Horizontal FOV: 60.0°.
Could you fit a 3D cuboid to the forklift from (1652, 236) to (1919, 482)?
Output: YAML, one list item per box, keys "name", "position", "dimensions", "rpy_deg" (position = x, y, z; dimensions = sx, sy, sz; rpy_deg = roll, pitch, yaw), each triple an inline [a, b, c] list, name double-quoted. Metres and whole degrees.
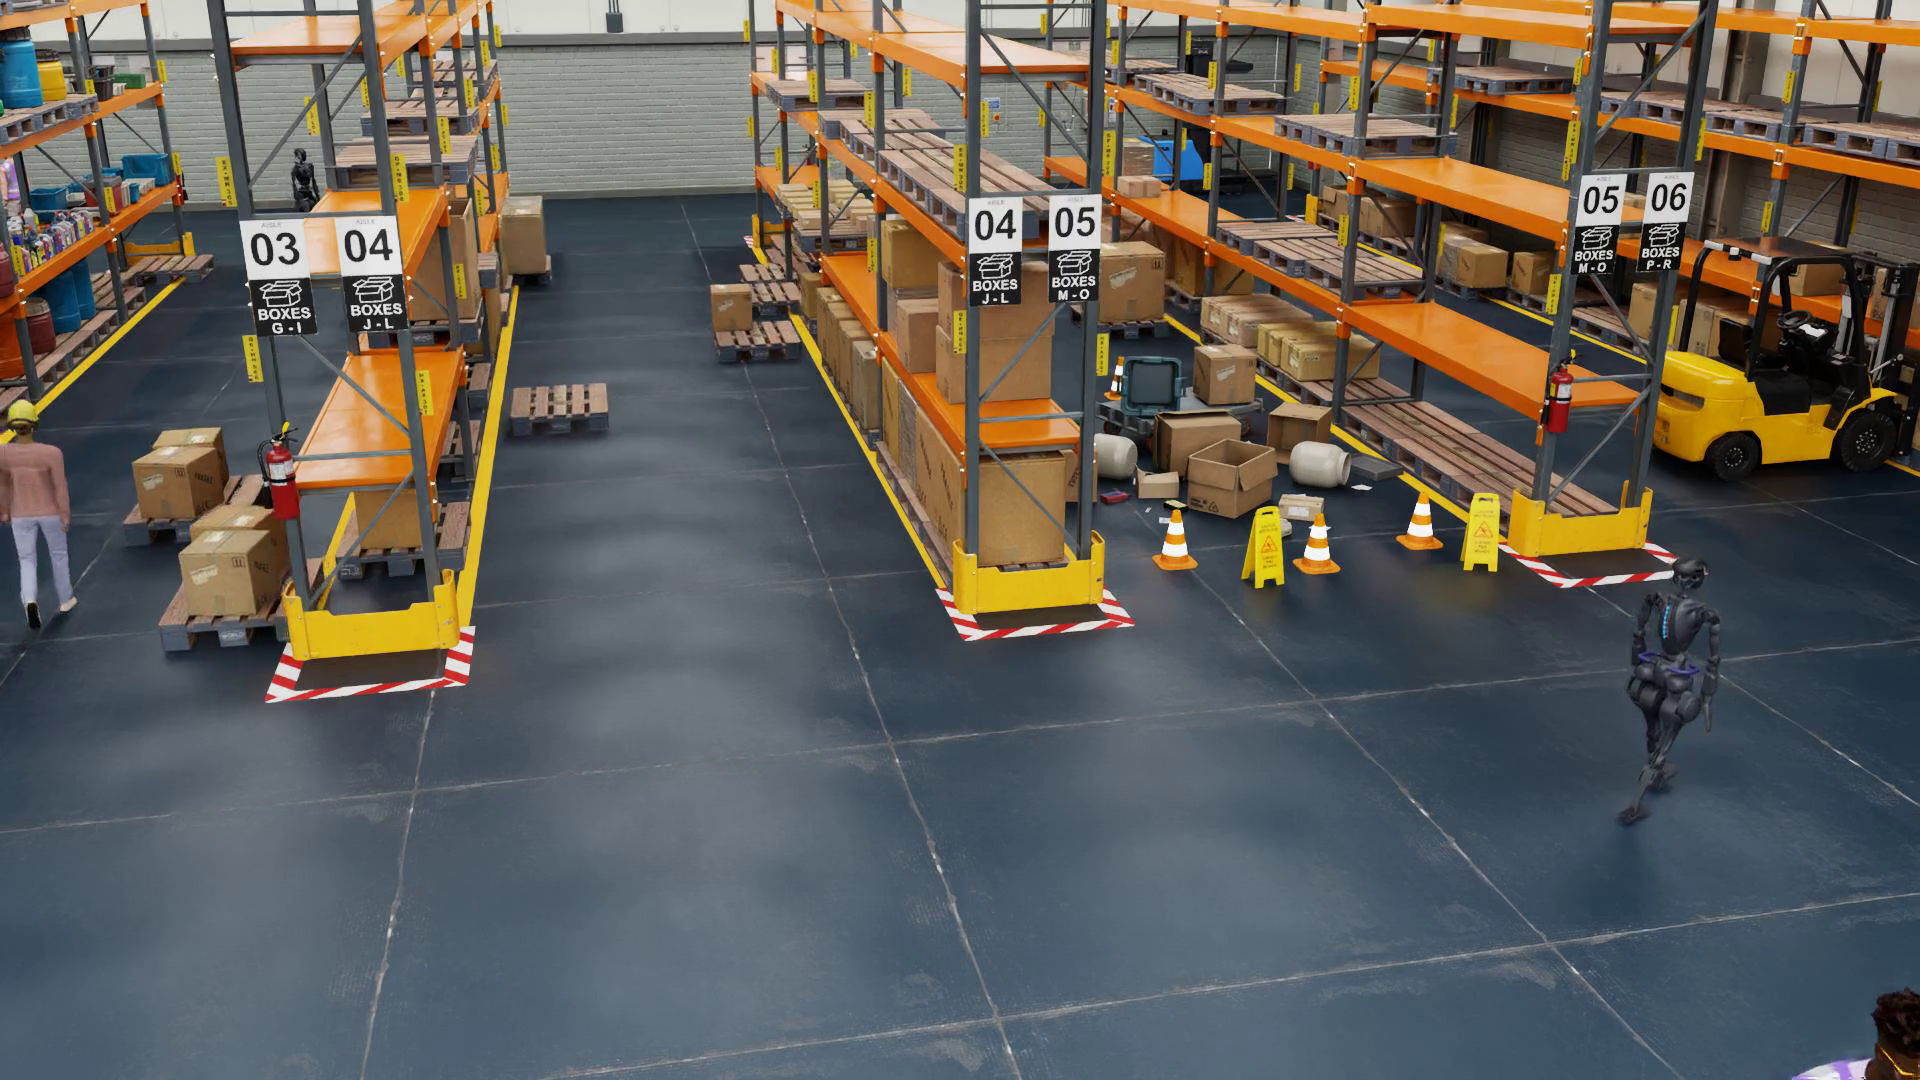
- name: "forklift"
  position: [8.013, -1.814, 16.330]
  dimensions: [2.313, 2.155, 1.214]
  rpy_deg: [-4, 21, -12]

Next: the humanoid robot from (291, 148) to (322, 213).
- name: "humanoid robot"
  position: [-10.848, -5.662, 27.524]
  dimensions: [0.772, 1.646, 0.615]
  rpy_deg: [7, 21, 18]

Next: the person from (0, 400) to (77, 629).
- name: "person"
  position: [-7.004, -0.189, 12.585]
  dimensions: [0.526, 1.743, 0.695]
  rpy_deg: [-5, 21, -14]

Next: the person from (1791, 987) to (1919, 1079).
- name: "person"
  position: [3.000, 2.326, 5.534]
  dimensions: [0.615, 1.934, 0.666]
  rpy_deg: [-3, 21, -8]

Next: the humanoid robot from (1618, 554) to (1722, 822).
- name: "humanoid robot"
  position: [4.233, 0.857, 9.927]
  dimensions: [0.759, 1.629, 0.591]
  rpy_deg: [-13, 24, -31]

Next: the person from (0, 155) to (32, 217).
- name: "person"
  position: [-15.362, -5.559, 27.137]
  dimensions: [0.350, 1.688, 0.488]
  rpy_deg: [11, 23, 27]

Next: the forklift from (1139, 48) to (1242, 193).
- name: "forklift"
  position: [4.566, -8.313, 32.860]
  dimensions: [1.873, 2.768, 1.129]
  rpy_deg: [-4, 21, -12]

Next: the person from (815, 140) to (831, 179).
- name: "person"
  position: [-2.612, -6.857, 30.697]
  dimensions: [0.915, 1.635, 0.531]
  rpy_deg: [0, 20, 0]
